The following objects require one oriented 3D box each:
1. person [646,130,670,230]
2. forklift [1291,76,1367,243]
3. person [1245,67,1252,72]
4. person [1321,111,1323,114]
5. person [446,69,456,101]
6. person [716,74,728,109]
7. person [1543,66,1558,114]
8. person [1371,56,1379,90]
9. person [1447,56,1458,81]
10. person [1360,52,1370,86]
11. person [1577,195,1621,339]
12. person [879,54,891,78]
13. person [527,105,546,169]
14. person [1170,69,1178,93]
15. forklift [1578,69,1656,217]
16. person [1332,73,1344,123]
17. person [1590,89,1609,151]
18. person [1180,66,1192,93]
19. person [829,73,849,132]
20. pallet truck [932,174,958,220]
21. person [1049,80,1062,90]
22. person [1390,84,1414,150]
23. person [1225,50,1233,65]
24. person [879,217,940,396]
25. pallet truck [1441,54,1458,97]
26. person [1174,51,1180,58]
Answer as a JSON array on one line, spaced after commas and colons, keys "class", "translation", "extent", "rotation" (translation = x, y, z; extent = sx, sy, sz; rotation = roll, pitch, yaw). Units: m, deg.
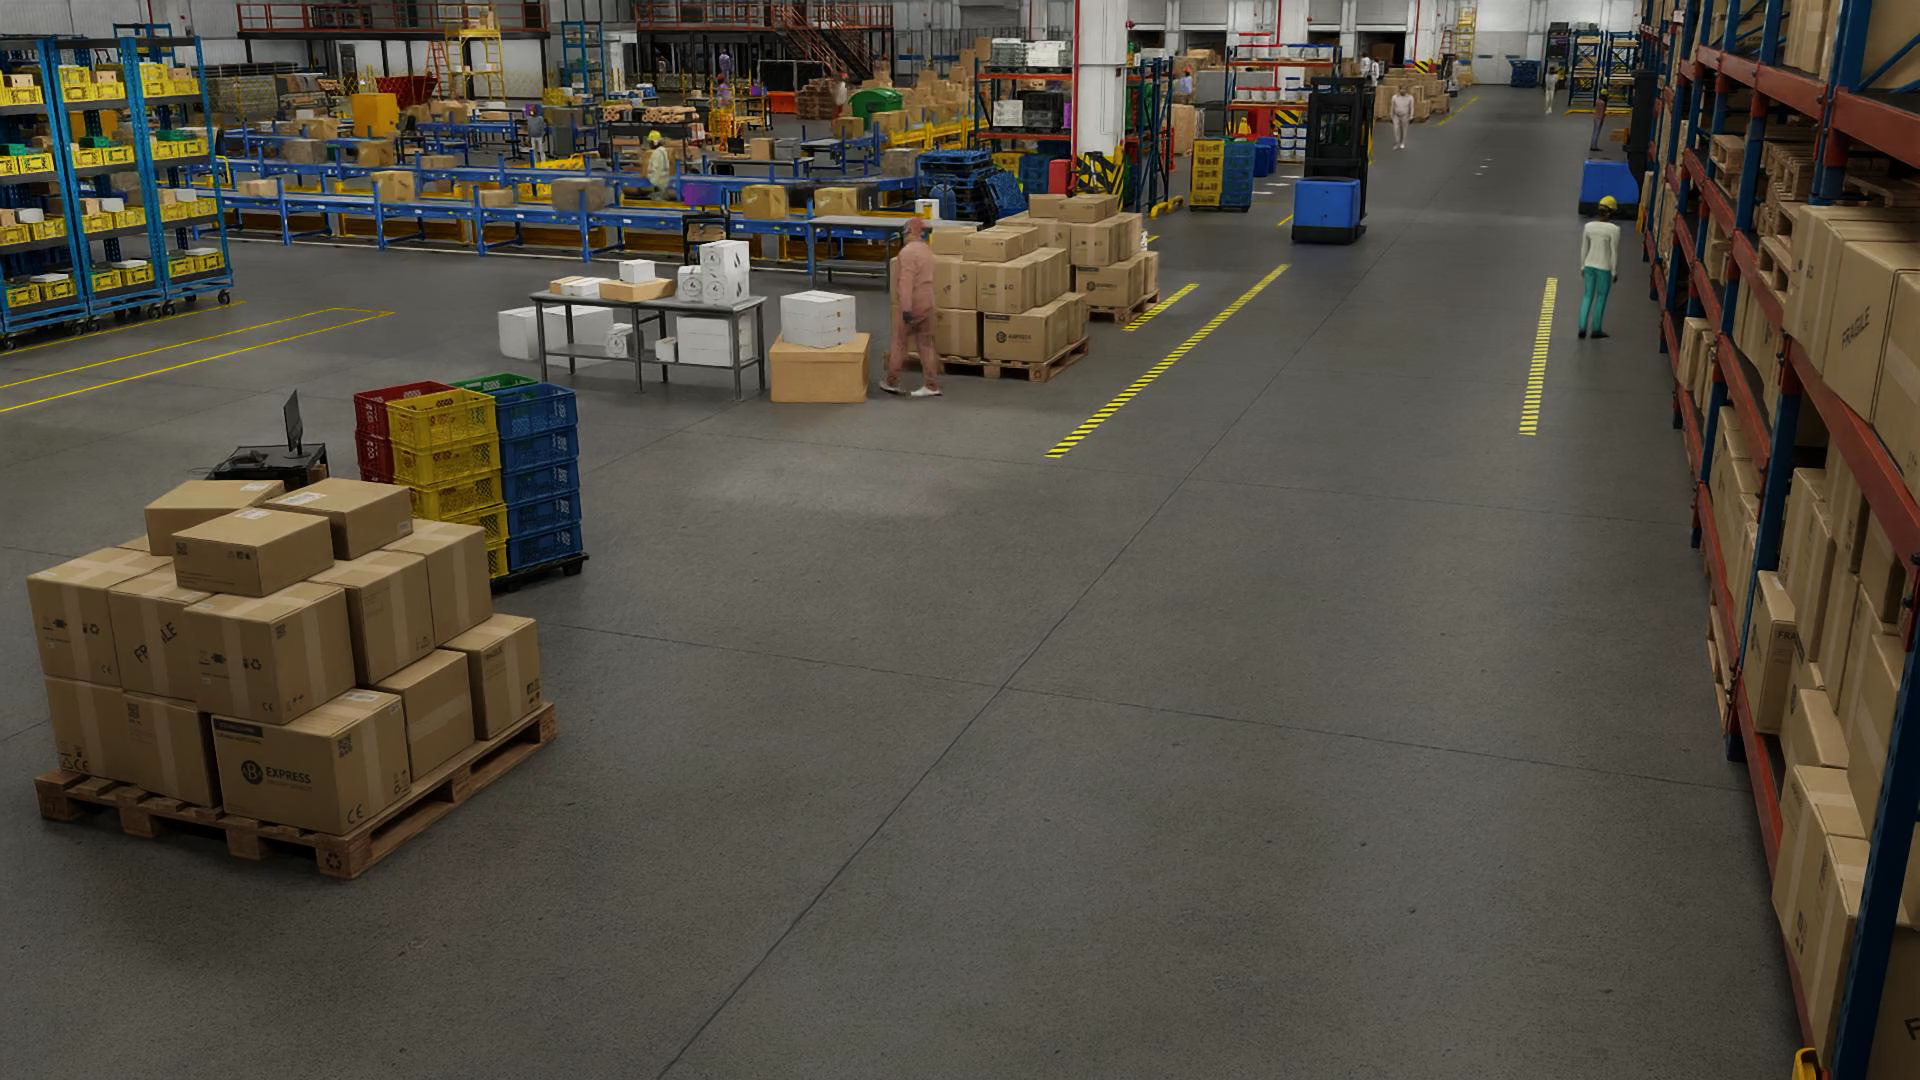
[{"class": "person", "translation": [-5.567, -6.634, 30.716], "extent": [0.413, 1.819, 0.618], "rotation": [-1, 18, -3]}, {"class": "forklift", "translation": [6.598, -6.755, 29.381], "extent": [1.129, 2.768, 1.873], "rotation": [6, 19, 19]}, {"class": "person", "translation": [10.603, -16.544, 61.679], "extent": [0.636, 1.921, 0.975], "rotation": [-10, 20, -29]}, {"class": "person", "translation": [12.612, -15.220, 57.921], "extent": [0.321, 1.689, 0.549], "rotation": [5, 18, 16]}, {"class": "person", "translation": [-20.055, -17.747, 65.790], "extent": [0.616, 1.721, 0.492], "rotation": [5, 18, 15]}, {"class": "person", "translation": [-7.855, -14.364, 54.849], "extent": [0.387, 1.926, 0.570], "rotation": [8, 19, 23]}, {"class": "person", "translation": [23.175, -17.672, 65.357], "extent": [0.510, 1.847, 0.386], "rotation": [6, 19, 19]}, {"class": "person", "translation": [19.491, -21.733, 78.060], "extent": [0.344, 1.882, 0.585], "rotation": [-3, 18, -8]}, {"class": "person", "translation": [23.628, -22.358, 79.981], "extent": [0.817, 1.904, 0.654], "rotation": [-4, 18, -11]}, {"class": "person", "translation": [21.259, -24.574, 87.010], "extent": [0.782, 1.878, 0.594], "rotation": [-9, 20, -25]}, {"class": "person", "translation": [7.893, -3.355, 20.525], "extent": [0.342, 1.773, 0.527], "rotation": [-11, 21, -31]}, {"class": "person", "translation": [-3.685, -22.898, 81.681], "extent": [0.547, 1.920, 0.717], "rotation": [-1, 18, -4]}, {"class": "person", "translation": [-10.799, -10.251, 42.404], "extent": [0.494, 1.624, 0.282], "rotation": [7, 19, 21]}, {"class": "person", "translation": [7.421, -15.201, 57.317], "extent": [0.726, 2.018, 0.607], "rotation": [5, 18, 14]}, {"class": "forklift", "translation": [13.219, -7.740, 32.475], "extent": [1.873, 2.768, 1.129], "rotation": [6, 19, 18]}, {"class": "person", "translation": [12.767, -14.794, 56.230], "extent": [0.464, 1.898, 0.632], "rotation": [-2, 18, -6]}, {"class": "person", "translation": [18.580, -12.189, 48.280], "extent": [0.343, 1.756, 0.518], "rotation": [0, 18, 1]}, {"class": "person", "translation": [8.459, -16.684, 62.110], "extent": [0.551, 1.934, 0.373], "rotation": [-10, 20, -29]}, {"class": "person", "translation": [-3.948, -14.602, 55.579], "extent": [0.966, 1.941, 0.624], "rotation": [-7, 19, -21]}, {"class": "pallet truck", "translation": [-0.507, -5.292, 27.348], "extent": [0.653, 1.274, 1.630], "rotation": [6, 19, 19]}, {"class": "person", "translation": [4.415, -21.357, 76.887], "extent": [0.889, 1.886, 0.592], "rotation": [-6, 19, -19]}, {"class": "person", "translation": [12.962, -12.430, 48.845], "extent": [0.653, 1.875, 0.873], "rotation": [5, 18, 14]}, {"class": "person", "translation": [14.960, -26.263, 92.363], "extent": [0.429, 1.845, 0.621], "rotation": [0, 18, 1]}, {"class": "person", "translation": [-0.538, -2.452, 17.546], "extent": [0.784, 1.852, 0.722], "rotation": [11, 21, 31]}, {"class": "pallet truck", "translation": [22.765, -21.886, 78.355], "extent": [0.823, 1.965, 1.885], "rotation": [-4, 18, -14]}, {"class": "person", "translation": [12.069, -26.176, 92.118], "extent": [0.927, 1.834, 0.528], "rotation": [14, 23, 38]}]
